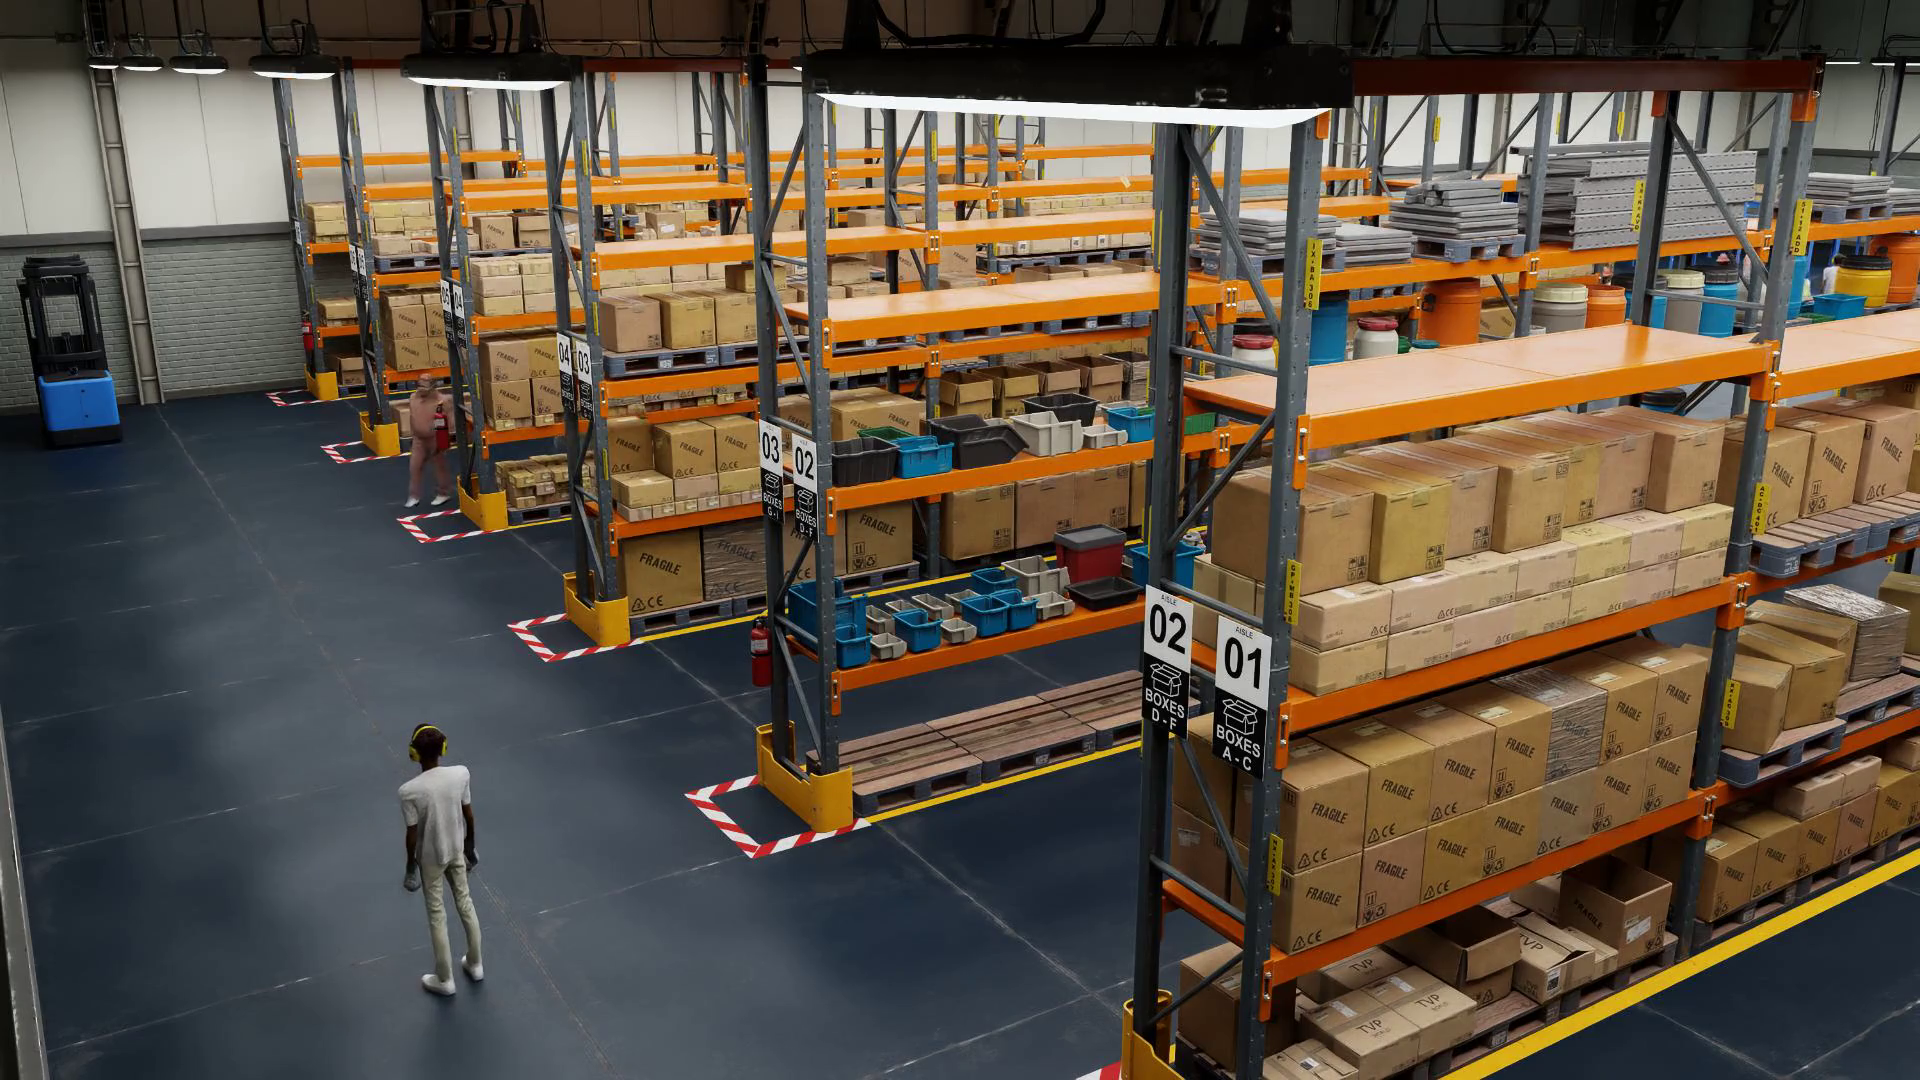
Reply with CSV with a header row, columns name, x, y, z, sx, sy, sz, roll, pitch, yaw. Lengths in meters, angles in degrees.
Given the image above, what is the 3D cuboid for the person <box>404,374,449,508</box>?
name,x,y,z,sx,sy,sz,roll,pitch,yaw
person,-7.323,-1.343,21.651,0.658,1.871,0.801,4,17,14

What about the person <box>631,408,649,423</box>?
name,x,y,z,sx,sy,sz,roll,pitch,yaw
person,-4.092,-0.945,20.755,0.616,1.611,0.523,-5,18,-17

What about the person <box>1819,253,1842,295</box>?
name,x,y,z,sx,sy,sz,roll,pitch,yaw
person,19.406,-5.449,35.143,0.562,1.844,0.686,6,18,20

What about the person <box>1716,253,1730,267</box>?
name,x,y,z,sx,sy,sz,roll,pitch,yaw
person,16.736,-5.323,34.616,0.555,1.918,0.561,6,18,18

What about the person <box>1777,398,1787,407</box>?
name,x,y,z,sx,sy,sz,roll,pitch,yaw
person,14.299,-3.112,27.433,0.359,1.879,0.575,5,18,16

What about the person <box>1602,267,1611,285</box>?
name,x,y,z,sx,sy,sz,roll,pitch,yaw
person,13.155,-4.669,32.529,0.560,1.881,0.960,12,21,34

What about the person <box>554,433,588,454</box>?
name,x,y,z,sx,sy,sz,roll,pitch,yaw
person,-5.778,-1.787,23.036,0.750,1.900,0.620,-15,22,-40

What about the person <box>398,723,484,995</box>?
name,x,y,z,sx,sy,sz,roll,pitch,yaw
person,-3.424,2.090,10.396,0.310,1.868,0.533,15,22,40

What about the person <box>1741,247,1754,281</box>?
name,x,y,z,sx,sy,sz,roll,pitch,yaw
person,19.301,-6.487,38.692,0.533,1.767,0.327,-16,23,-42

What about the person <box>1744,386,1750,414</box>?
name,x,y,z,sx,sy,sz,roll,pitch,yaw
person,13.807,-2.965,27.417,0.524,1.584,0.653,15,22,39

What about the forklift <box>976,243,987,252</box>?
name,x,y,z,sx,sy,sz,roll,pitch,yaw
forklift,0.988,-5.474,34.718,1.214,2.155,2.313,-10,20,-31

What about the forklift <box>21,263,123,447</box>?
name,x,y,z,sx,sy,sz,roll,pitch,yaw
forklift,-14.518,-3.079,25.708,1.129,2.768,1.873,-10,20,-31

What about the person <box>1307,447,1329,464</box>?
name,x,y,z,sx,sy,sz,roll,pitch,yaw
person,4.267,-0.748,19.660,0.927,1.884,0.617,-7,18,-21

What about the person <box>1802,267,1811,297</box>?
name,x,y,z,sx,sy,sz,roll,pitch,yaw
person,17.773,-4.900,33.439,0.651,1.784,0.989,-8,19,-24

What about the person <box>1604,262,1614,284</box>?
name,x,y,z,sx,sy,sz,roll,pitch,yaw
person,15.697,-6.484,38.629,0.523,1.804,0.951,11,20,31
